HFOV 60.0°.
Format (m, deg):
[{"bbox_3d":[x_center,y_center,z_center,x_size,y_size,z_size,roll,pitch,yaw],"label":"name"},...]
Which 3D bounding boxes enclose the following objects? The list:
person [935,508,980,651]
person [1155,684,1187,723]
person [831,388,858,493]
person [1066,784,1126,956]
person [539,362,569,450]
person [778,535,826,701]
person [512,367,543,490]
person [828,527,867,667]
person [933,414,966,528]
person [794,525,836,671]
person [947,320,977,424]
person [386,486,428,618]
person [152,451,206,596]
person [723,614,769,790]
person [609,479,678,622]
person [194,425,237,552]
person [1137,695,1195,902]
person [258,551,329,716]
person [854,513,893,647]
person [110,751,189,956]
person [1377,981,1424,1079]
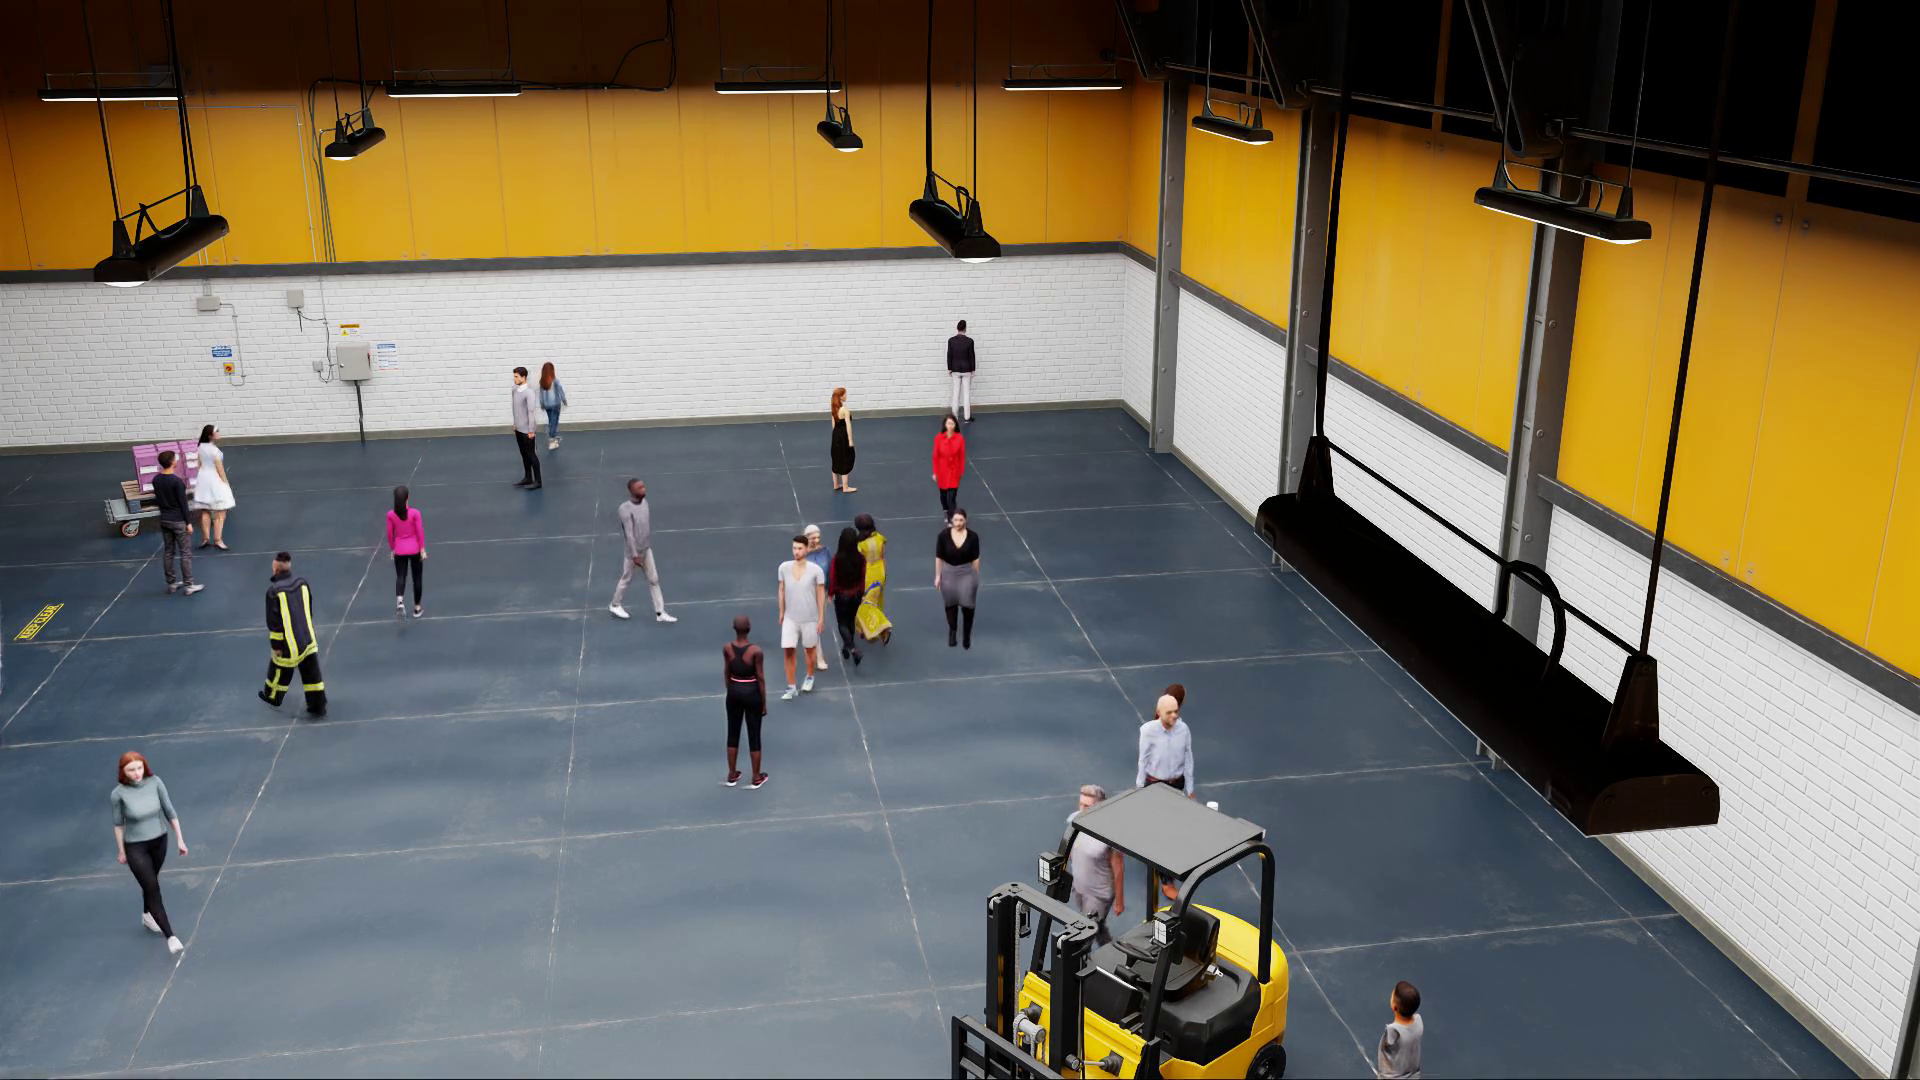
[{"bbox_3d":[-0.034,0.424,19.588,0.744,1.742,0.741,2,19,5],"label":"person"},{"bbox_3d":[1.839,2.047,15.232,0.733,1.445,0.960,-8,20,-23],"label":"person"},{"bbox_3d":[-1.837,-1.553,25.639,0.730,1.626,0.643,-15,24,-37],"label":"person"},{"bbox_3d":[1.080,2.684,12.820,1.161,1.777,1.232,-16,24,-39],"label":"person"},{"bbox_3d":[-6.887,-2.240,27.936,0.769,1.463,0.873,7,20,19],"label":"person"},{"bbox_3d":[-1.712,0.798,18.330,0.897,1.835,1.027,3,19,10],"label":"person"},{"bbox_3d":[-6.723,-1.752,25.771,0.888,1.920,0.772,-16,24,-39],"label":"person"},{"bbox_3d":[-1.259,0.677,18.999,0.751,1.638,0.986,-9,21,-26],"label":"person"},{"bbox_3d":[-0.179,-0.952,23.734,0.772,1.704,1.145,1,19,2],"label":"person"},{"bbox_3d":[-1.729,0.612,19.147,0.888,1.666,1.094,-13,23,-34],"label":"person"},{"bbox_3d":[0.023,-3.011,29.628,0.739,1.843,0.703,5,19,13],"label":"person"},{"bbox_3d":[-6.787,0.182,20.393,0.623,1.687,0.830,-1,19,-4],"label":"person"},{"bbox_3d":[-10.075,-0.226,21.328,0.710,1.863,0.718,6,20,18],"label":"person"},{"bbox_3d":[-2.111,1.561,16.193,0.653,1.753,0.662,5,19,13],"label":"person"},{"bbox_3d":[-4.026,0.144,20.325,1.210,1.802,1.202,10,21,28],"label":"person"},{"bbox_3d":[-10.364,-0.716,22.898,0.904,1.790,0.942,6,19,16],"label":"person"},{"bbox_3d":[1.739,2.144,14.452,0.773,1.760,1.242,-6,20,-18],"label":"person"},{"bbox_3d":[-7.031,1.030,17.650,1.228,1.831,1.189,11,21,29],"label":"person"},{"bbox_3d":[-1.036,0.507,19.516,1.129,1.631,1.286,-15,24,-38],"label":"person"},{"bbox_3d":[-6.637,2.489,13.530,1.182,1.695,1.017,17,25,41],"label":"person"},{"bbox_3d":[2.885,3.498,10.908,0.635,1.455,0.597,-10,21,-28],"label":"person"}]
